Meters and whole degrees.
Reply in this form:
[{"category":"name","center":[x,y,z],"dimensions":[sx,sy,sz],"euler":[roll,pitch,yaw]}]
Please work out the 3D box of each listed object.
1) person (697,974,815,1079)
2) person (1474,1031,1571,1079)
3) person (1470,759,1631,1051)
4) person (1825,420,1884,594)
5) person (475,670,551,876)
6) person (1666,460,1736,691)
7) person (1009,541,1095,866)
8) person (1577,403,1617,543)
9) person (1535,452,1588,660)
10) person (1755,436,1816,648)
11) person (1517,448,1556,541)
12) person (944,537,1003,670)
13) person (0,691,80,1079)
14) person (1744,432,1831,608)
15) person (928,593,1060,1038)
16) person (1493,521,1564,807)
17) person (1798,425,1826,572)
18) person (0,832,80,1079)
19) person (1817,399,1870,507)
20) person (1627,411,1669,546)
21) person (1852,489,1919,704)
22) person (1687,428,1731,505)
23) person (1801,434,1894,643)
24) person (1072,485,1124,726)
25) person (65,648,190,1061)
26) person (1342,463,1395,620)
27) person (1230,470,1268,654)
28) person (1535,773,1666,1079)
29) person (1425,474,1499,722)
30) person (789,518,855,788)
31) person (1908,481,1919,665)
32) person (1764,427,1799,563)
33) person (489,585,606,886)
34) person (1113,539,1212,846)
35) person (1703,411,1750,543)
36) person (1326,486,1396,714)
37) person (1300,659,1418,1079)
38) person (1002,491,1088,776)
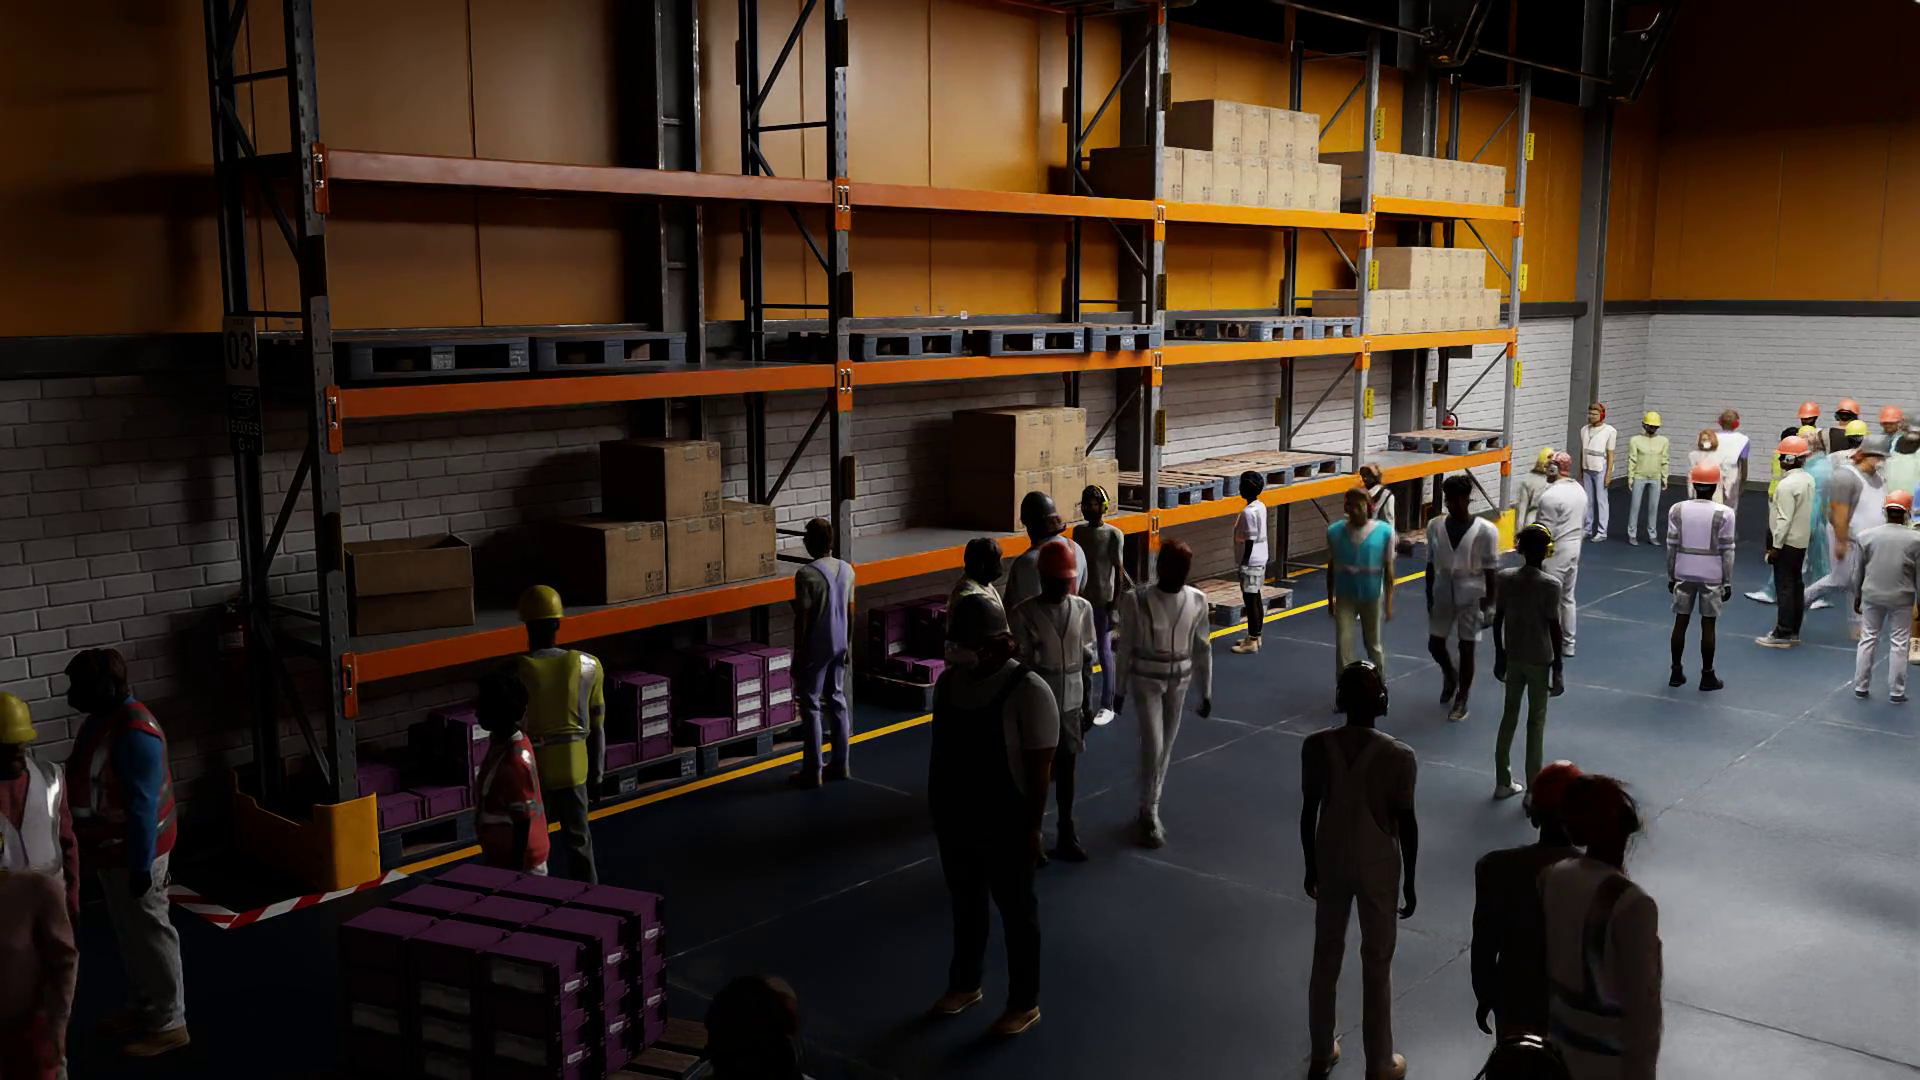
[{"category":"person","center":[-0.442,1.904,3.993],"dimensions":[0.537,1.818,0.409],"euler":[5,10,27]},{"category":"person","center":[1.228,1.957,3.750],"dimensions":[0.528,1.789,0.985],"euler":[3,9,21]},{"category":"person","center":[2.103,1.639,5.914],"dimensions":[0.563,1.755,0.323],"euler":[5,10,29]},{"category":"person","center":[9.766,-0.351,18.243],"dimensions":[0.589,1.918,0.395],"euler":[4,10,25]},{"category":"person","center":[-2.015,1.423,7.504],"dimensions":[0.322,1.696,0.536],"euler":[-3,9,-19]},{"category":"person","center":[6.222,0.297,13.981],"dimensions":[0.547,1.941,0.357],"euler":[8,12,41]},{"category":"person","center":[0.560,0.957,9.783],"dimensions":[0.542,1.931,0.379],"euler":[-4,10,-22]},{"category":"person","center":[8.421,-0.892,21.991],"dimensions":[0.387,1.838,0.563],"euler":[-4,10,-24]},{"category":"person","center":[5.408,0.146,15.108],"dimensions":[0.652,1.899,0.397],"euler":[-8,12,-43]},{"category":"person","center":[7.772,0.018,15.609],"dimensions":[0.609,1.995,0.375],"euler":[-9,12,-44]},{"category":"person","center":[6.089,-0.116,17.443],"dimensions":[0.495,1.694,0.903],"euler":[7,11,38]},{"category":"person","center":[0.121,0.892,10.497],"dimensions":[0.430,1.836,0.626],"euler":[2,9,11]},{"category":"person","center":[-3.798,1.495,6.643],"dimensions":[0.403,1.825,0.595],"euler":[6,11,33]},{"category":"person","center":[8.747,-0.194,17.414],"dimensions":[0.916,1.862,0.669],"euler":[0,9,-1]},{"category":"person","center":[0.092,1.234,7.619],"dimensions":[0.683,2.000,0.535],"euler":[7,11,40]},{"category":"person","center":[3.740,0.806,10.911],"dimensions":[0.318,1.876,0.531],"euler":[-6,11,-35]},{"category":"person","center":[10.010,-0.487,19.700],"dimensions":[0.486,1.735,0.322],"euler":[-4,10,-26]},{"category":"person","center":[-3.296,1.699,5.682],"dimensions":[0.540,1.702,0.785],"euler":[-3,9,-20]},{"category":"person","center":[10.609,-0.682,20.039],"dimensions":[0.613,2.028,0.409],"euler":[6,10,32]},{"category":"person","center":[8.924,-0.790,21.581],"dimensions":[0.525,1.760,0.341],"euler":[0,9,3]},{"category":"person","center":[7.598,0.456,13.590],"dimensions":[0.566,1.744,0.350],"euler":[8,12,41]},{"category":"person","center":[9.338,-0.593,20.757],"dimensions":[0.514,1.614,0.409],"euler":[5,10,28]},{"category":"person","center":[8.517,-0.061,15.974],"dimensions":[0.720,2.000,0.801],"euler":[-5,10,-28]},{"category":"person","center":[1.026,0.499,12.909],"dimensions":[0.513,1.872,0.328],"euler":[7,11,40]},{"category":"person","center":[-3.722,1.376,7.396],"dimensions":[0.432,1.836,0.632],"euler":[-8,12,-41]},{"category":"person","center":[4.071,0.036,16.714],"dimensions":[0.527,1.620,0.590],"euler":[9,12,44]},{"category":"person","center":[2.680,0.202,15.382],"dimensions":[0.315,1.696,0.540],"euler":[3,9,20]},{"category":"person","center":[2.045,1.686,5.369],"dimensions":[0.405,1.833,0.687],"euler":[-1,9,-8]},{"category":"person","center":[3.918,0.445,13.017],"dimensions":[0.619,1.945,0.467],"euler":[6,11,35]},{"category":"person","center":[-0.933,0.763,11.341],"dimensions":[0.351,1.834,0.518],"euler":[8,12,42]},{"category":"person","center":[8.798,0.116,14.822],"dimensions":[0.609,2.044,0.394],"euler":[2,9,15]},{"category":"person","center":[9.956,-0.524,20.088],"dimensions":[0.318,1.691,0.537],"euler":[0,9,2]},{"category":"person","center":[-2.079,1.178,8.396],"dimensions":[0.582,1.917,0.405],"euler":[-5,10,-30]},{"category":"person","center":[1.279,0.927,10.164],"dimensions":[0.593,1.859,0.708],"euler":[-3,9,-19]},{"category":"person","center":[9.745,-0.748,21.189],"dimensions":[0.570,1.790,0.974],"euler":[6,11,33]},{"category":"person","center":[3.223,0.450,13.385],"dimensions":[0.571,1.821,0.751],"euler":[4,10,24]},{"category":"person","center":[1.694,1.415,7.078],"dimensions":[0.507,1.847,0.345],"euler":[5,10,30]},{"category":"person","center":[0.525,0.667,11.278],"dimensions":[0.536,2.000,0.672],"euler":[6,11,36]}]
